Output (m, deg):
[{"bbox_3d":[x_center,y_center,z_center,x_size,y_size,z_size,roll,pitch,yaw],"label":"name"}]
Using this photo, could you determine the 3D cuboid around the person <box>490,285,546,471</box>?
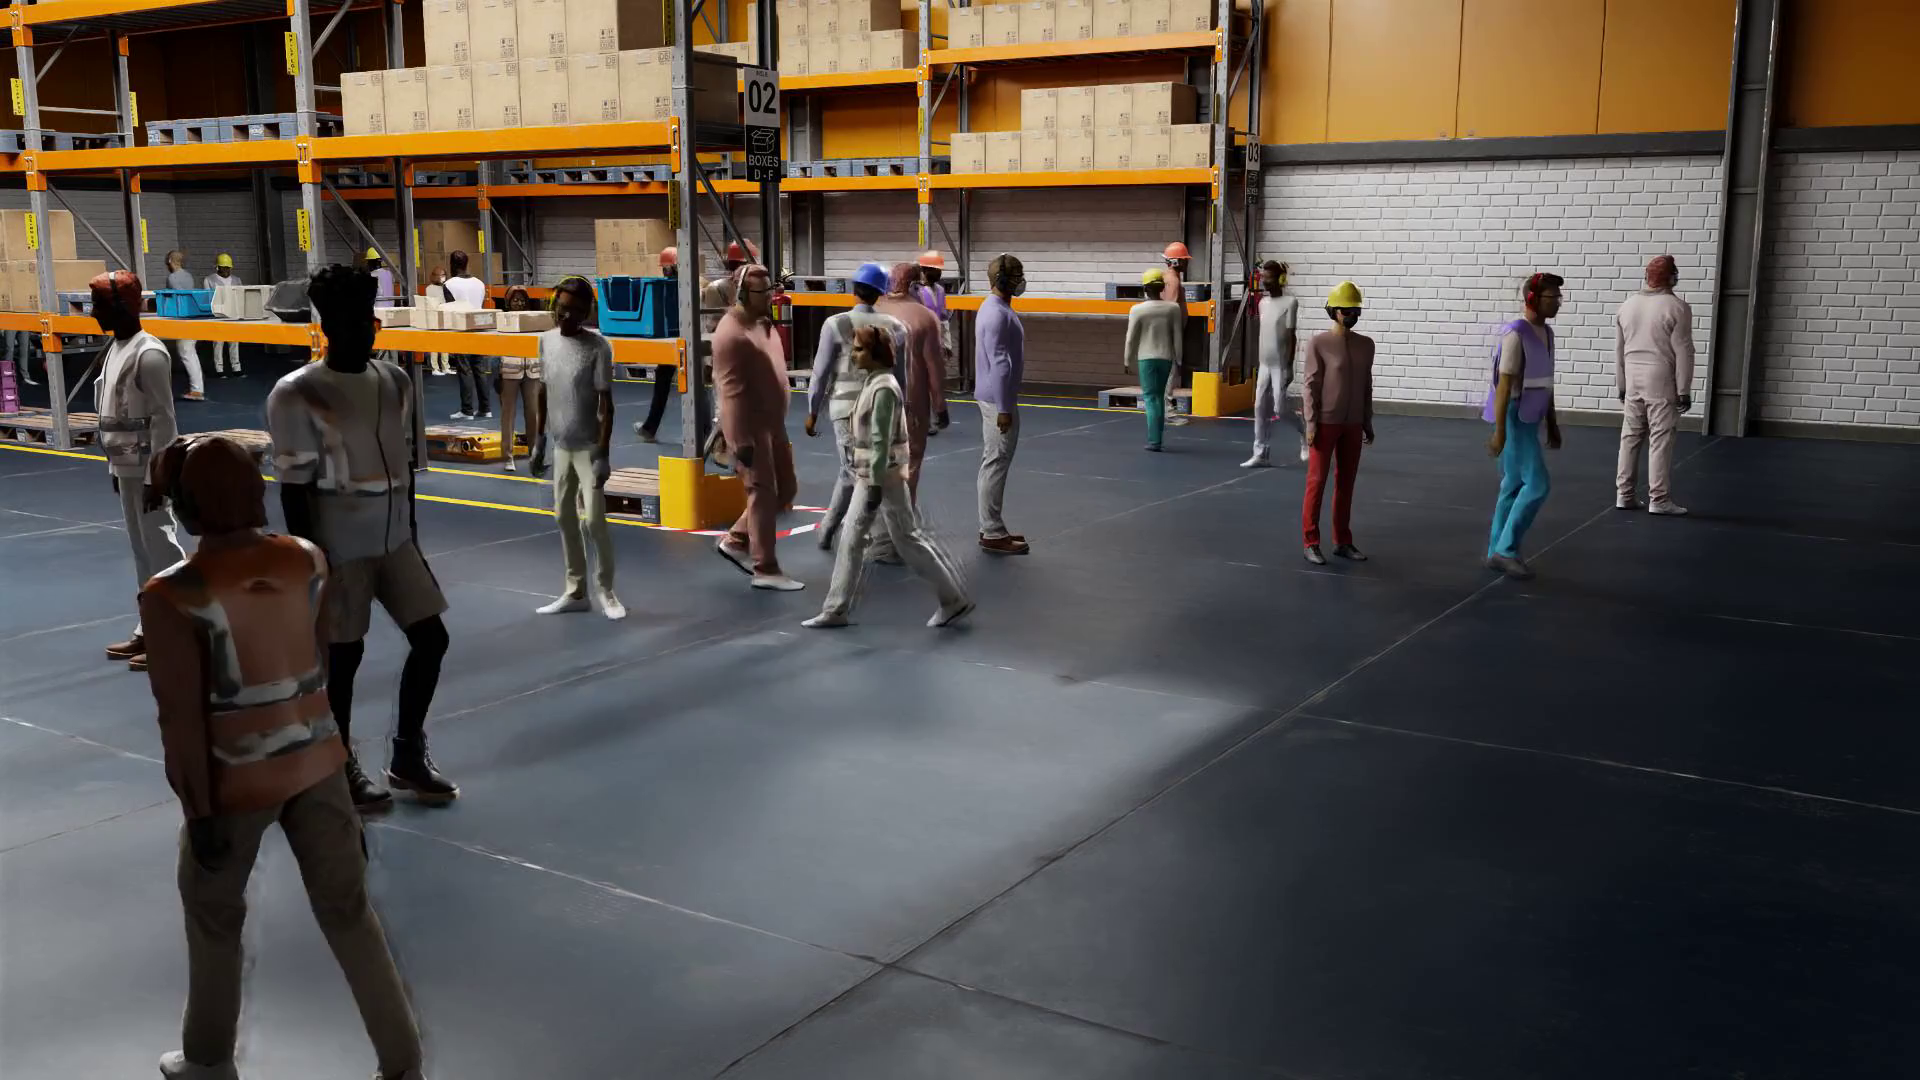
[{"bbox_3d":[-3.883,-1.425,14.657,0.510,1.634,0.311,-8,13,-36],"label":"person"}]

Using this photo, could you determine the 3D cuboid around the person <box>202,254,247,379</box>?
[{"bbox_3d":[-10.743,-3.270,24.354,0.403,1.823,0.588,8,13,37],"label":"person"}]

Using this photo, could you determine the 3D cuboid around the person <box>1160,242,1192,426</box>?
[{"bbox_3d":[2.334,-2.258,18.267,0.393,1.995,0.612,0,10,-2],"label":"person"}]

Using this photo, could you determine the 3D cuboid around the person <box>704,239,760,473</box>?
[{"bbox_3d":[-1.895,-1.563,14.318,0.631,2.027,0.462,-8,13,-39],"label":"person"}]

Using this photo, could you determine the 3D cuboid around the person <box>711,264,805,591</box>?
[{"bbox_3d":[-1.171,-0.642,9.615,0.531,1.887,0.667,3,11,15],"label":"person"}]

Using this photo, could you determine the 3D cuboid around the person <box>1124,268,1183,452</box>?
[{"bbox_3d":[1.842,-1.742,16.073,0.554,1.743,0.621,-3,11,-17],"label":"person"}]

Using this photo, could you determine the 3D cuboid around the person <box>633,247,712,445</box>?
[{"bbox_3d":[-2.831,-1.913,16.496,0.983,1.943,0.626,9,13,40],"label":"person"}]

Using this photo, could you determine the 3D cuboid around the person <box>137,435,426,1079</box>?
[{"bbox_3d":[-1.556,0.554,3.786,0.814,1.595,0.495,6,12,32],"label":"person"}]

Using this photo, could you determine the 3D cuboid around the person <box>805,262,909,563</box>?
[{"bbox_3d":[-0.660,-0.814,10.602,0.596,1.879,0.948,-10,14,-43],"label":"person"}]

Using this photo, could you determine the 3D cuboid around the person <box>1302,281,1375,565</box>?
[{"bbox_3d":[2.383,-0.733,10.452,0.523,1.769,0.309,-5,11,-25],"label":"person"}]

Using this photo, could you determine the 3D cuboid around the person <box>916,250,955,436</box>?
[{"bbox_3d":[-0.315,-2.034,17.261,0.630,1.910,0.561,6,12,32],"label":"person"}]

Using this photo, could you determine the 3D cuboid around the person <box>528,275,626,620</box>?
[{"bbox_3d":[-2.048,-0.475,8.839,0.592,1.847,0.352,6,12,31],"label":"person"}]

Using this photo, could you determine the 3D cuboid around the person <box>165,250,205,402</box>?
[{"bbox_3d":[-9.765,-2.694,20.975,0.467,1.893,0.764,-2,10,-9],"label":"person"}]

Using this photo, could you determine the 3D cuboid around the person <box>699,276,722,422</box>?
[{"bbox_3d":[-2.859,-2.120,18.545,0.506,1.621,0.291,2,11,13],"label":"person"}]

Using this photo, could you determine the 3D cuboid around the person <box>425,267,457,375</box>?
[{"bbox_3d":[-7.798,-3.281,24.966,0.278,1.625,0.501,6,12,29],"label":"person"}]

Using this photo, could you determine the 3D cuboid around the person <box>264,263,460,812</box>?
[{"bbox_3d":[-2.039,0.017,5.806,0.633,1.937,0.638,6,12,30],"label":"person"}]

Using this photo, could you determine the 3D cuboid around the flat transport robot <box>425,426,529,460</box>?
[{"bbox_3d":[-4.756,-0.935,15.714,1.431,0.197,0.652,6,12,32],"label":"flat transport robot"}]

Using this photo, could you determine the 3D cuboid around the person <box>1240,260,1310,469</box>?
[{"bbox_3d":[2.846,-1.560,14.799,0.702,1.856,0.523,-7,12,-33],"label":"person"}]

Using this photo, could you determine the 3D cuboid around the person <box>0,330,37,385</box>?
[{"bbox_3d":[-13.151,-2.961,23.165,0.266,1.631,0.507,5,12,27],"label":"person"}]

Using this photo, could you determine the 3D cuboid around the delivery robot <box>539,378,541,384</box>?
[{"bbox_3d":[-4.815,-1.891,19.968,0.477,0.478,0.707,5,12,28],"label":"delivery robot"}]

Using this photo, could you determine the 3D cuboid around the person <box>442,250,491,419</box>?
[{"bbox_3d":[-5.597,-2.322,18.877,0.410,1.907,0.588,6,12,28],"label":"person"}]

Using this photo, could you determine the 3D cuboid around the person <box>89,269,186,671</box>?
[{"bbox_3d":[-3.888,-0.329,7.885,0.355,1.886,0.572,-9,14,-41],"label":"person"}]

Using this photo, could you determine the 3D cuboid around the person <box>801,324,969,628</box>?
[{"bbox_3d":[-0.370,-0.320,8.631,0.858,1.600,0.525,-2,10,-12],"label":"person"}]

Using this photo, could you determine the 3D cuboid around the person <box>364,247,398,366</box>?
[{"bbox_3d":[-8.465,-3.302,24.278,0.402,1.919,0.588,2,10,12],"label":"person"}]

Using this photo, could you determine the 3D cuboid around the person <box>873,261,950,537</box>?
[{"bbox_3d":[-0.387,-0.928,11.224,0.680,1.880,0.413,6,12,31],"label":"person"}]

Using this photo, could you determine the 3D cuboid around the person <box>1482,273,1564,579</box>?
[{"bbox_3d":[3.418,-0.682,9.991,0.518,1.825,0.575,7,12,33],"label":"person"}]

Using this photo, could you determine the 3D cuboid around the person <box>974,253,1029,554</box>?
[{"bbox_3d":[0.269,-0.884,10.810,0.357,1.938,0.637,0,10,-1],"label":"person"}]

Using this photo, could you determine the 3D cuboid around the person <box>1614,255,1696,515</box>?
[{"bbox_3d":[5.157,-1.142,12.314,0.409,1.913,0.651,-5,12,-28],"label":"person"}]
